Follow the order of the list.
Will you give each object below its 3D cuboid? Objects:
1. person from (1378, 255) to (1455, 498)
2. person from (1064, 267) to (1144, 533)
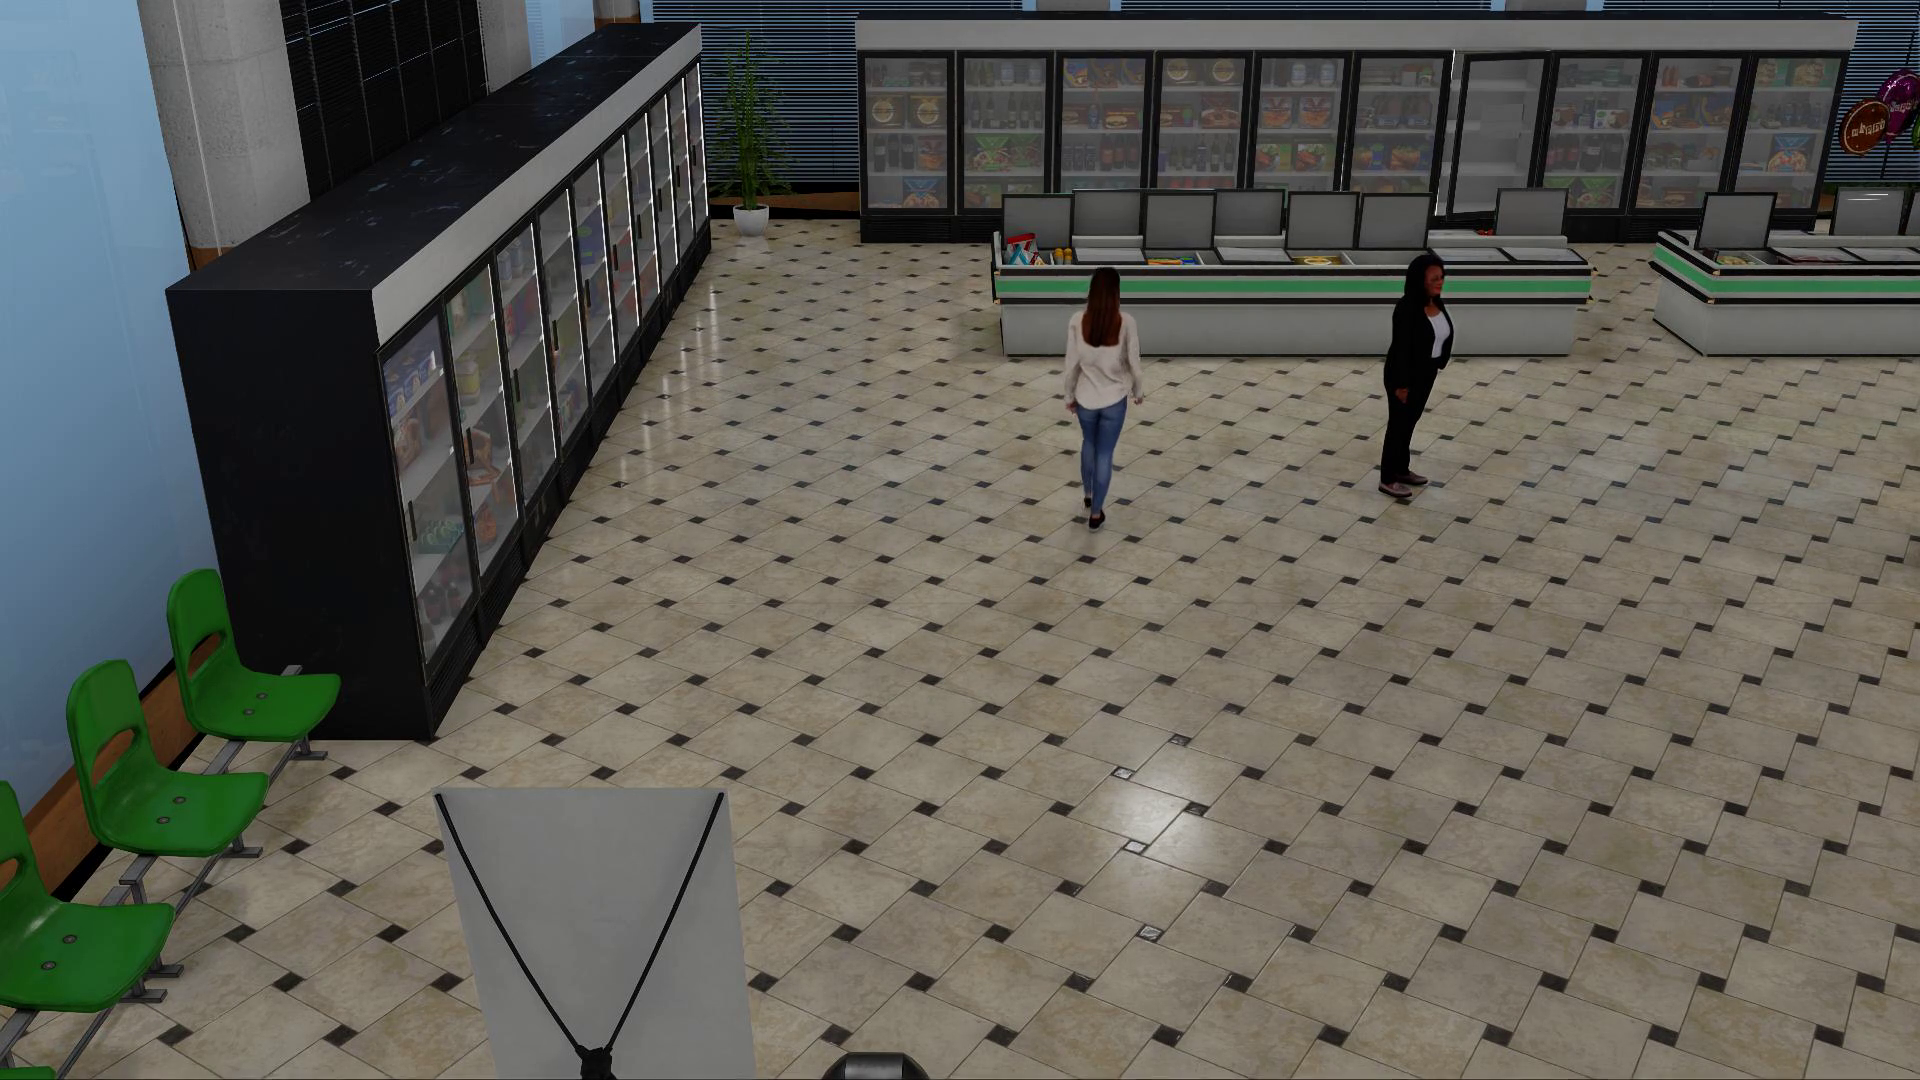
[{"bbox_3d":[2.997,-1.101,11.065,0.800,1.617,0.759,16,28,33],"label":"person"},{"bbox_3d":[0.879,-0.847,10.411,0.766,1.675,0.809,8,25,18],"label":"person"}]
